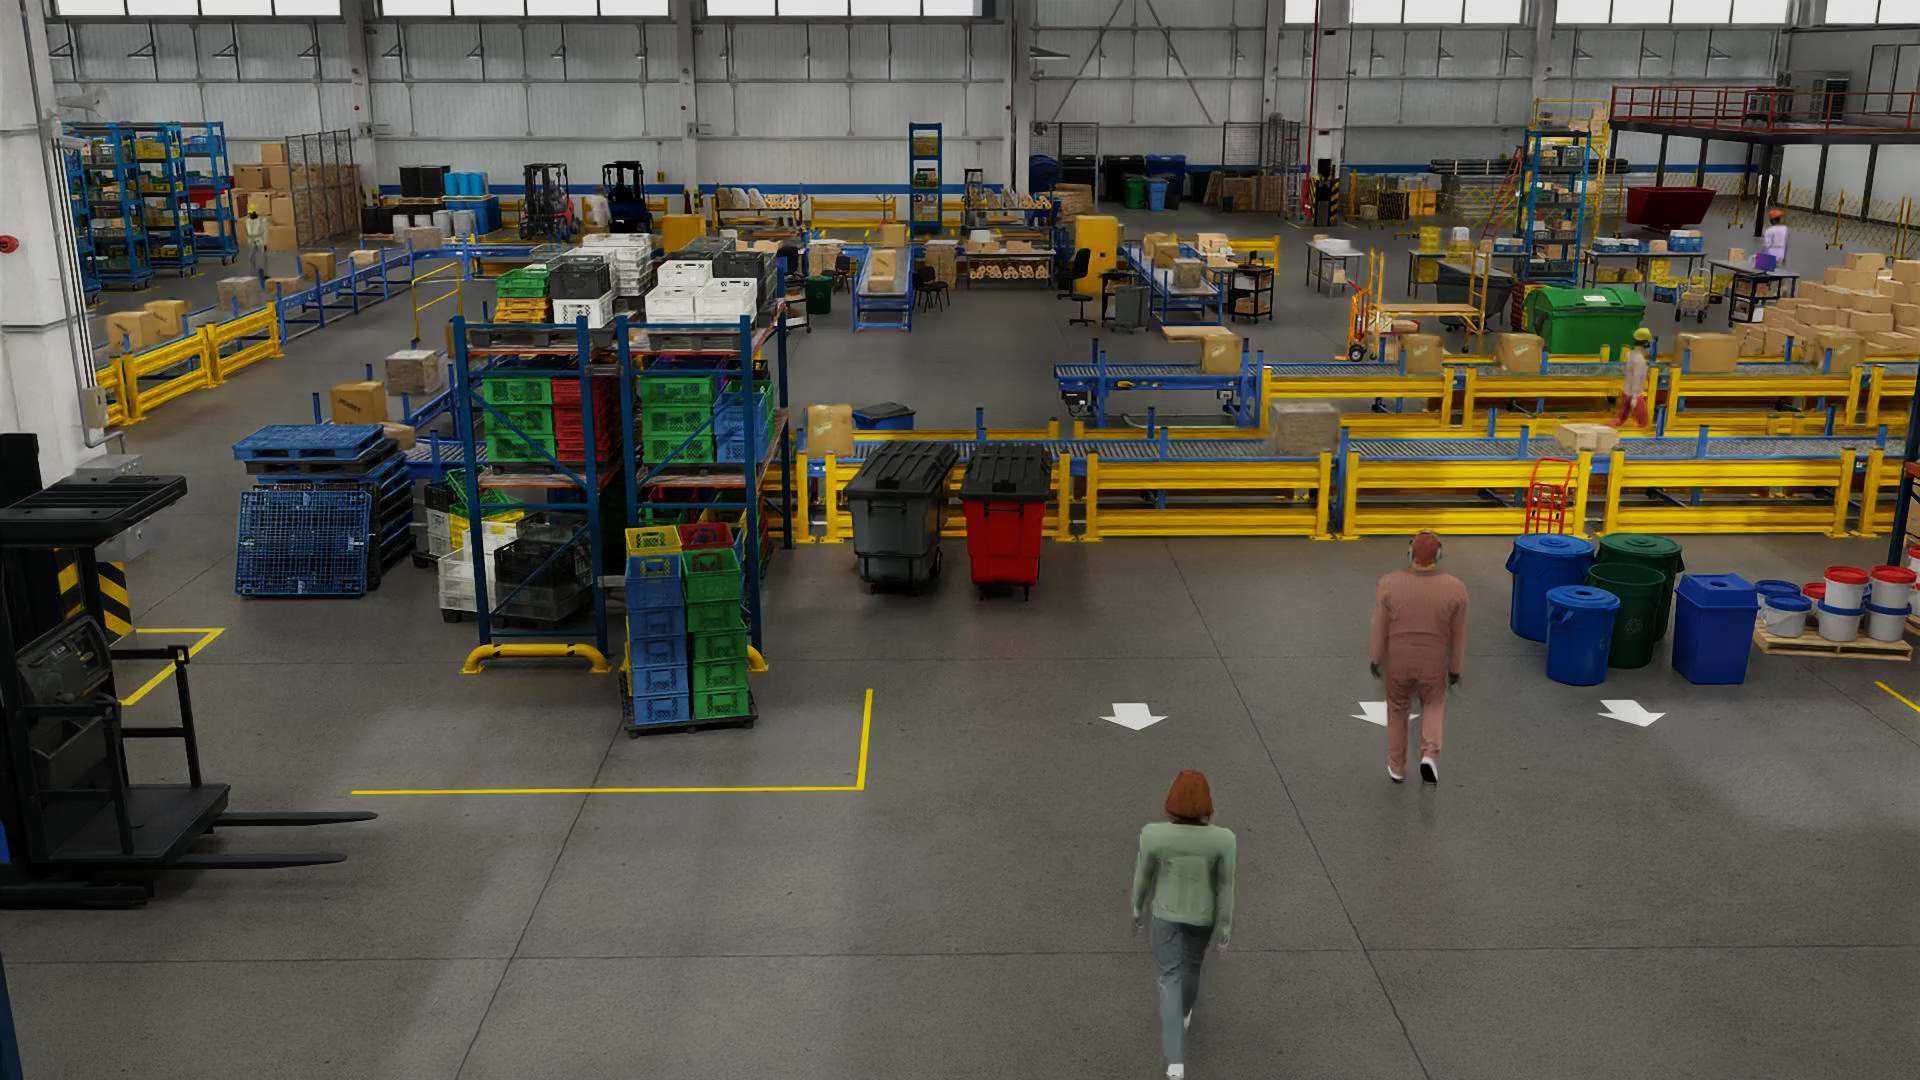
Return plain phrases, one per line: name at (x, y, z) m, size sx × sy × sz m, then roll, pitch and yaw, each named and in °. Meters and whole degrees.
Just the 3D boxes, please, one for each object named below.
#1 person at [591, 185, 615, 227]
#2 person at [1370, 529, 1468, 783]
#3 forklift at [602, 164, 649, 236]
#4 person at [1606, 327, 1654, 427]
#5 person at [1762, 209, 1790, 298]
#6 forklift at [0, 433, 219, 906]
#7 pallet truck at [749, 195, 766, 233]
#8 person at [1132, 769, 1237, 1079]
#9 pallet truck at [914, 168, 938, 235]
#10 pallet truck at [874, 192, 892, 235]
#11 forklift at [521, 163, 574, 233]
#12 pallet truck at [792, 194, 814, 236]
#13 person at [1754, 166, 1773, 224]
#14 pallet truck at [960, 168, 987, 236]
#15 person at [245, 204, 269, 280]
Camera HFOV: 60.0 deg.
person at (-9.540, -8.612, 44.824) m, size 0.974 × 1.859 × 0.659 m, roll -14°, pitch 21°, yaw -40°
person at (3.256, 0.849, 11.892) m, size 0.648 × 1.895 × 0.452 m, roll 3°, pitch 16°, yaw 11°
forklift at (-9.948, -10.127, 49.296) m, size 1.157 × 1.987 × 2.680 m, roll -1°, pitch 16°, yaw -3°
person at (8.783, -1.938, 21.846) m, size 0.816 × 1.734 × 0.529 m, roll 2°, pitch 16°, yaw 5°
person at (17.552, -6.097, 35.805) m, size 0.647 × 2.019 × 0.612 m, roll -3°, pitch 16°, yaw -11°
forklift at (-5.952, 0.780, 10.366) m, size 1.873 × 2.768 × 1.129 m, roll 0°, pitch 16°, yaw -1°
pallet truck at (-6.051, -9.967, 50.660) m, size 0.680 × 1.201 × 1.601 m, roll 0°, pitch 16°, yaw -1°
person at (1.154, 1.950, 8.587) m, size 0.511 × 1.594 × 0.853 m, roll 1°, pitch 16°, yaw 4°
pallet truck at (-0.989, -10.316, 50.507) m, size 0.823 × 1.965 × 1.885 m, roll 1°, pitch 16°, yaw 3°
pallet truck at (-2.277, -9.986, 50.594) m, size 0.653 × 1.274 × 1.630 m, roll 0°, pitch 16°, yaw -1°
forklift at (-12.233, -10.122, 49.298) m, size 1.157 × 1.987 × 2.680 m, roll 0°, pitch 16°, yaw -1°
pallet truck at (-4.814, -9.883, 50.259) m, size 0.704 × 1.261 × 1.522 m, roll -1°, pitch 16°, yaw -3°
person at (25.749, -11.047, 53.243) m, size 0.573 × 1.887 × 0.355 m, roll -7°, pitch 18°, yaw -24°
pallet truck at (0.383, -10.230, 50.206) m, size 0.823 × 1.965 × 1.885 m, roll -1°, pitch 16°, yaw -3°
person at (-16.725, -7.044, 39.475) m, size 0.597 × 1.810 × 0.678 m, roll 2°, pitch 16°, yaw 5°
